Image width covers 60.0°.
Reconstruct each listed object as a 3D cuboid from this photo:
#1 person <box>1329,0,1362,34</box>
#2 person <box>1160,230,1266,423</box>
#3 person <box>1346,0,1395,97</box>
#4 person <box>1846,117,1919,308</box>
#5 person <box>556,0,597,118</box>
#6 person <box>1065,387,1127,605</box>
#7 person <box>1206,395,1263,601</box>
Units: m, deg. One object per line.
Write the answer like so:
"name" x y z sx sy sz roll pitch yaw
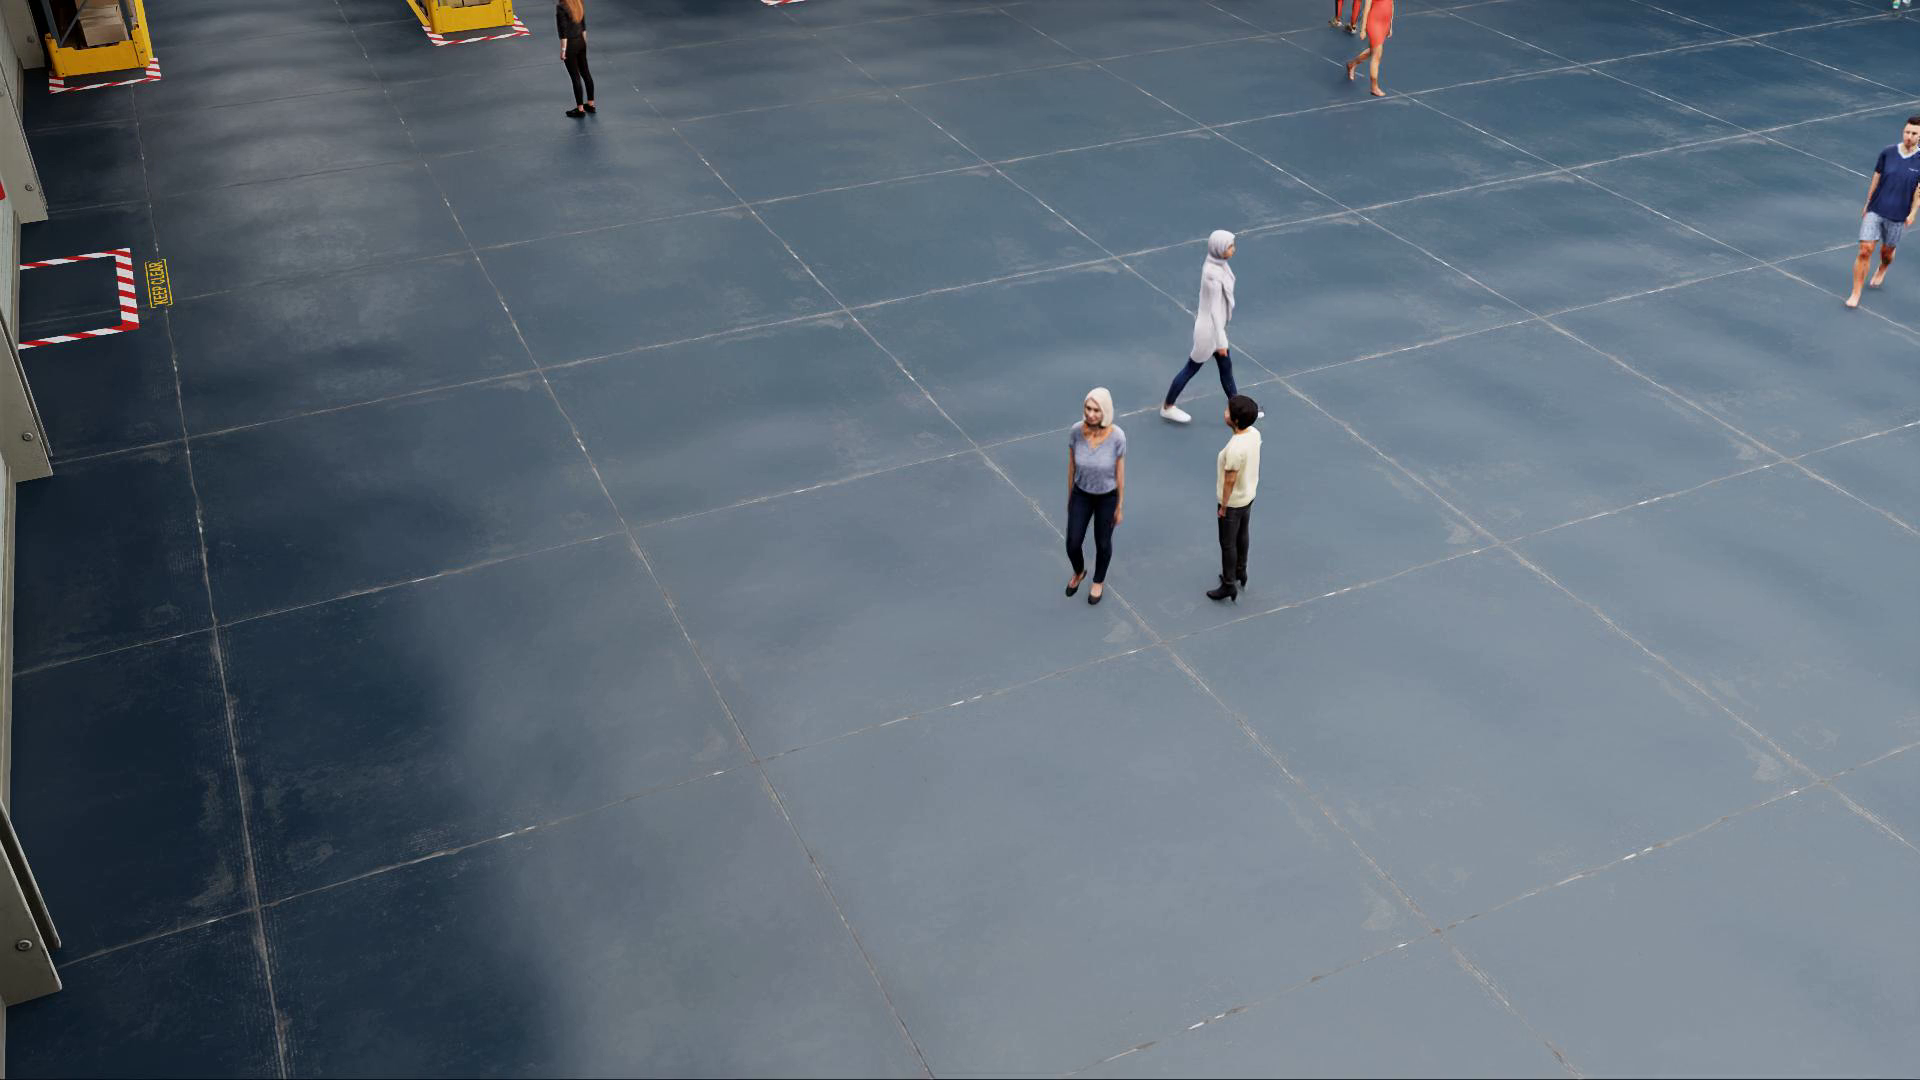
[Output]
"person" 5.620 -8.087 23.532 0.756 1.787 0.898 -4 33 -7
"person" 1.983 -1.718 13.792 1.147 1.729 1.130 9 34 13
"person" 5.303 -6.611 21.350 0.631 1.691 1.089 -17 37 -25
"person" 8.918 -3.171 15.936 1.094 1.827 1.000 22 39 30
"person" -4.760 -6.113 20.565 0.708 1.713 0.678 16 36 23
"person" 0.985 -0.344 11.697 0.690 1.711 0.746 10 34 15
"person" 1.953 -0.300 11.745 0.669 1.583 0.652 17 37 25
